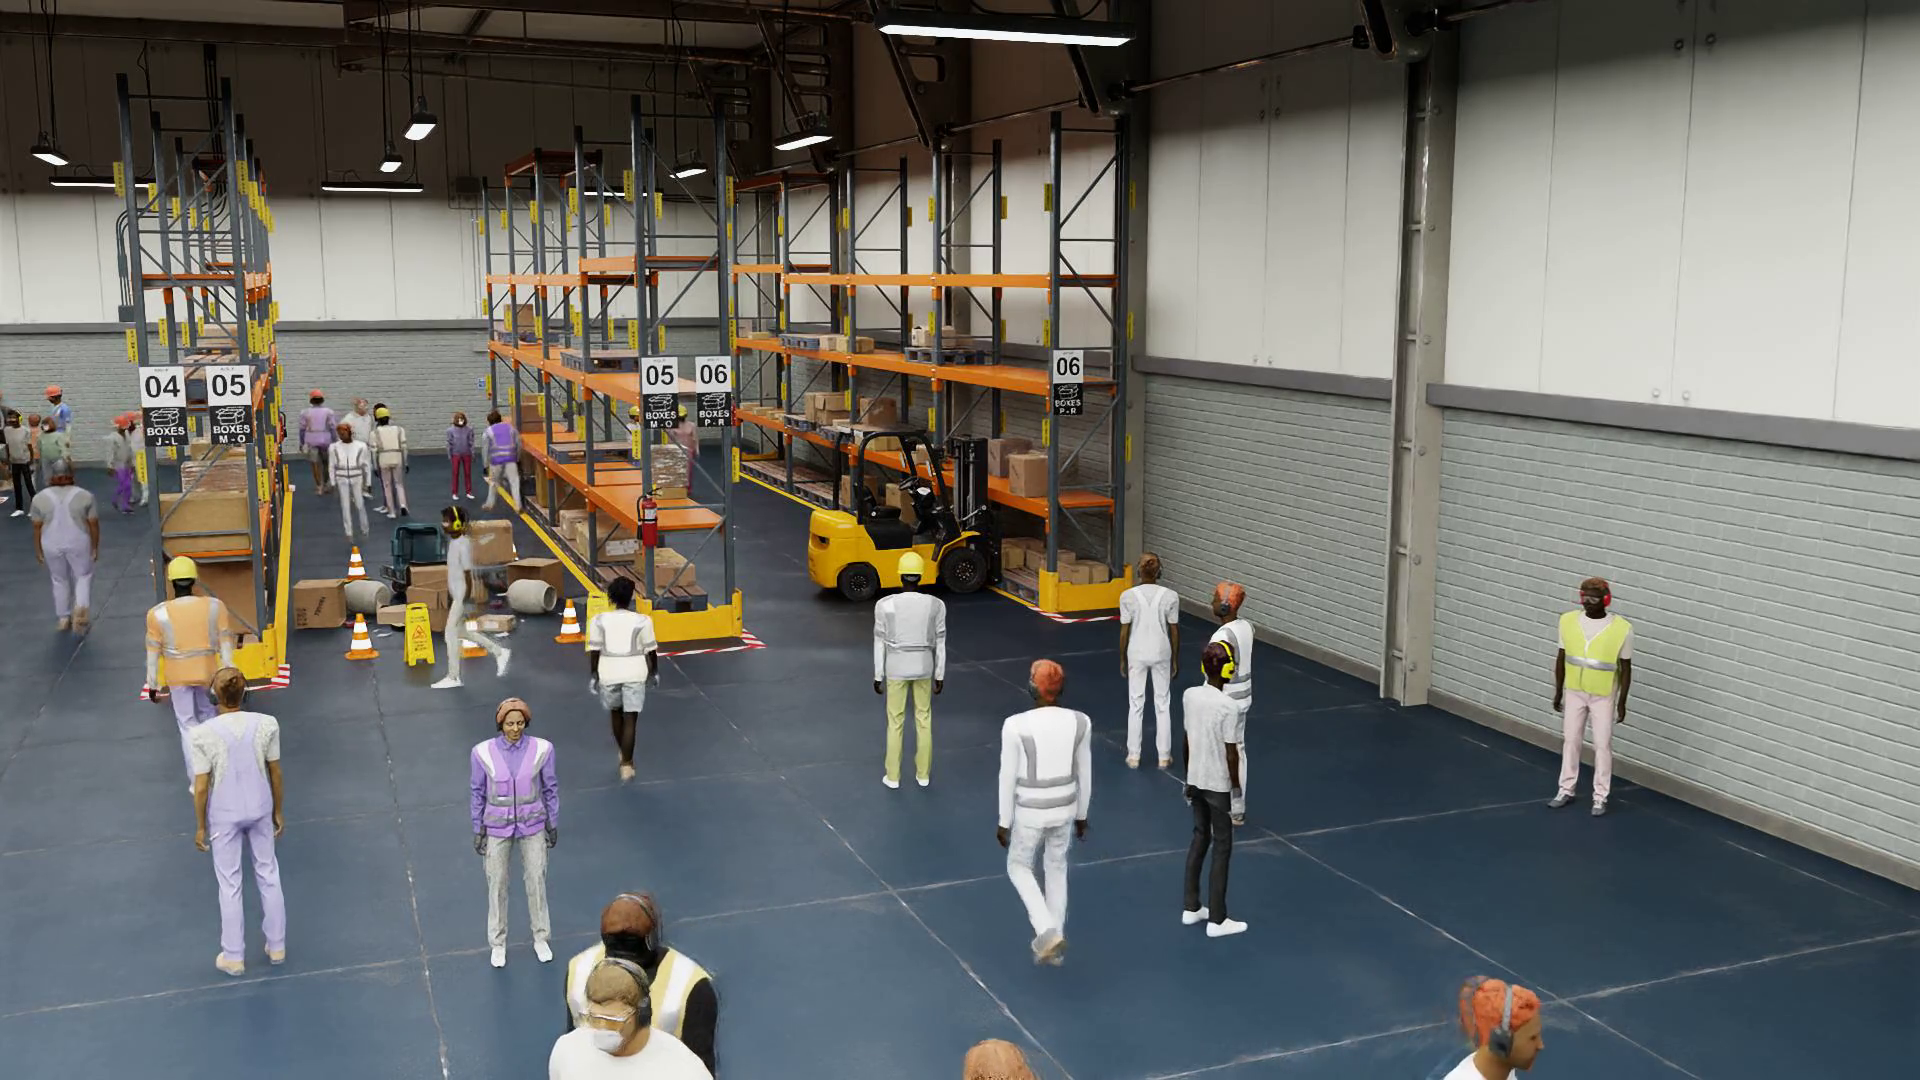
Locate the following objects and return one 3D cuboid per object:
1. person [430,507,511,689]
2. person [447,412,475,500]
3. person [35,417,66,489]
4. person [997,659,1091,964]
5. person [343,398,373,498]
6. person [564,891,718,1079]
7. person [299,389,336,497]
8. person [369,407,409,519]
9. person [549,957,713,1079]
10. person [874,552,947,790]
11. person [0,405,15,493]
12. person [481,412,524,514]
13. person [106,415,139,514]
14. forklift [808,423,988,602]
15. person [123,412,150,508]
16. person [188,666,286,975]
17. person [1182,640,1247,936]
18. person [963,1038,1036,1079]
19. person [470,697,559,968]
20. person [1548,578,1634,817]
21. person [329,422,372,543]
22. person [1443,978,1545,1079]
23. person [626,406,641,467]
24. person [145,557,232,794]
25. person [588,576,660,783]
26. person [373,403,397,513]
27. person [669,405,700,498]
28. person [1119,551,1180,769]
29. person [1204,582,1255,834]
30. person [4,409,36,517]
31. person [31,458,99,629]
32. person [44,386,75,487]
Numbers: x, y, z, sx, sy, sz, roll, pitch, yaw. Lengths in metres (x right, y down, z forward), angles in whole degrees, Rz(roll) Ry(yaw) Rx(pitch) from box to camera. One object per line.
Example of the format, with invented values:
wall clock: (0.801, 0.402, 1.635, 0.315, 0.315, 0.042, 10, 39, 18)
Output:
person: (-4.966, 0.560, 16.747, 0.753, 1.849, 0.528, -4, 10, -23)
person: (-9.216, -1.555, 30.740, 0.500, 1.628, 0.265, -4, 10, -26)
person: (-16.401, -1.433, 30.061, 0.503, 1.598, 0.841, -2, 9, -10)
person: (0.508, 1.634, 9.899, 0.604, 1.868, 0.468, -4, 10, -21)
person: (-11.070, -1.653, 30.570, 0.447, 1.884, 0.758, 4, 10, 22)
person: (-1.249, 2.237, 6.261, 0.644, 1.820, 0.686, 2, 9, 10)
person: (-12.112, -1.838, 31.347, 0.630, 1.998, 1.012, -5, 10, -28)
person: (-9.731, -1.310, 28.346, 0.610, 1.895, 0.530, -6, 11, -34)
person: (-1.094, 2.296, 5.541, 0.627, 1.933, 0.373, 4, 10, 25)
person: (-0.406, 1.053, 13.416, 0.587, 1.921, 0.388, -2, 9, -11)
person: (-18.301, -1.886, 31.649, 0.489, 2.017, 0.738, -3, 9, -17)
person: (-7.967, -1.334, 28.928, 0.685, 1.777, 0.830, -5, 10, -27)
person: (-14.509, -1.306, 28.829, 0.376, 1.723, 0.600, 0, 9, 3)
forklift: (-0.830, -0.399, 21.676, 2.313, 2.155, 1.214, -4, 10, -21)
person: (-14.661, -1.418, 29.531, 0.583, 1.728, 0.536, 1, 9, 5)
person: (-4.274, 1.653, 9.858, 0.506, 1.846, 0.348, -7, 11, -38)
person: (1.596, 1.551, 10.466, 0.339, 1.856, 0.528, -5, 10, -30)
person: (0.198, 2.451, 5.550, 0.379, 1.608, 0.553, 8, 12, 40)
person: (-2.663, 1.741, 9.978, 0.514, 1.634, 0.313, -3, 9, -18)
person: (4.857, 1.189, 12.775, 0.564, 1.846, 0.391, 8, 12, 40)
person: (-9.453, -0.895, 25.805, 0.609, 1.880, 0.420, -2, 9, -11)
person: (1.741, 2.354, 5.513, 1.039, 1.821, 0.584, 8, 12, 40)
person: (-5.936, -1.571, 30.434, 0.345, 1.757, 0.523, 2, 9, 10)
person: (-6.194, 1.070, 13.326, 0.613, 1.901, 0.778, -7, 11, -36)
person: (-2.760, 1.118, 13.804, 0.555, 1.655, 0.859, 1, 9, 4)
person: (-10.039, -1.433, 29.047, 0.380, 1.918, 0.596, -6, 11, -34)
person: (-5.104, -1.630, 30.849, 0.542, 1.748, 0.395, -2, 9, -14)
person: (1.580, 1.008, 13.918, 0.504, 1.847, 0.345, 1, 9, 6)
person: (1.974, 1.238, 12.344, 0.355, 1.885, 0.575, 5, 10, 30)
person: (-16.118, -1.316, 28.519, 0.508, 1.861, 0.328, 1, 9, 5)
person: (-10.401, 0.041, 19.388, 0.693, 2.000, 0.629, -3, 10, -19)
person: (-17.322, -1.956, 31.986, 0.605, 2.033, 0.401, 7, 11, 38)
